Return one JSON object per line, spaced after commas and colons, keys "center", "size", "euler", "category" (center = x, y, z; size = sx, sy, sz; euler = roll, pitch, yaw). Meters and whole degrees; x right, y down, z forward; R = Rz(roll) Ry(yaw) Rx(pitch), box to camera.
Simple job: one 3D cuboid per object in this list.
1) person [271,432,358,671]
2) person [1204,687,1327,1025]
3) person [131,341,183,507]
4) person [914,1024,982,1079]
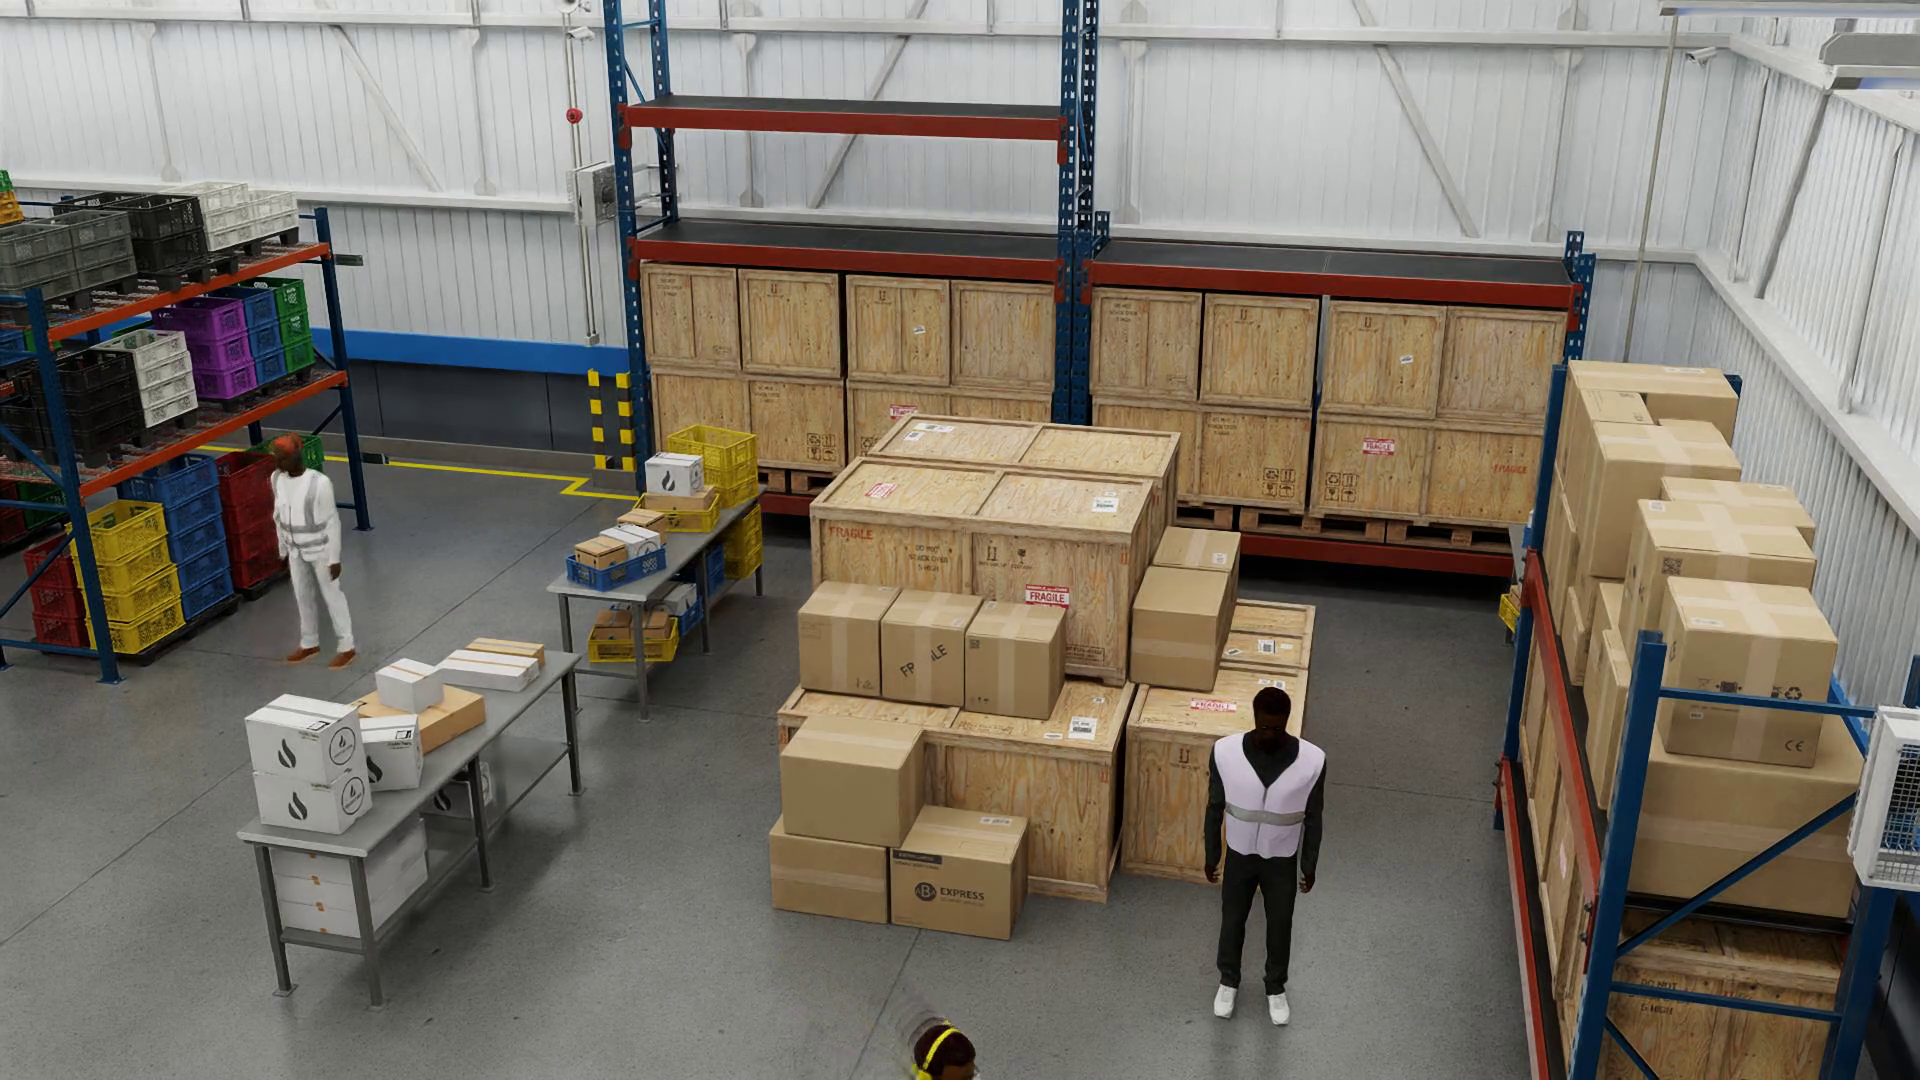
{"center": [-4.918, 0.083, 12.560], "size": [0.587, 1.880, 0.357], "euler": [9, 23, 22], "category": "person"}
{"center": [1.548, 1.599, 8.553], "size": [0.591, 1.911, 0.389], "euler": [4, 21, 10], "category": "person"}
{"center": [-7.244, -0.908, 15.065], "size": [0.373, 1.940, 0.628], "euler": [1, 21, 2], "category": "person"}
{"center": [-0.059, 2.571, 6.149], "size": [0.530, 1.807, 0.993], "euler": [-15, 26, -35], "category": "person"}
